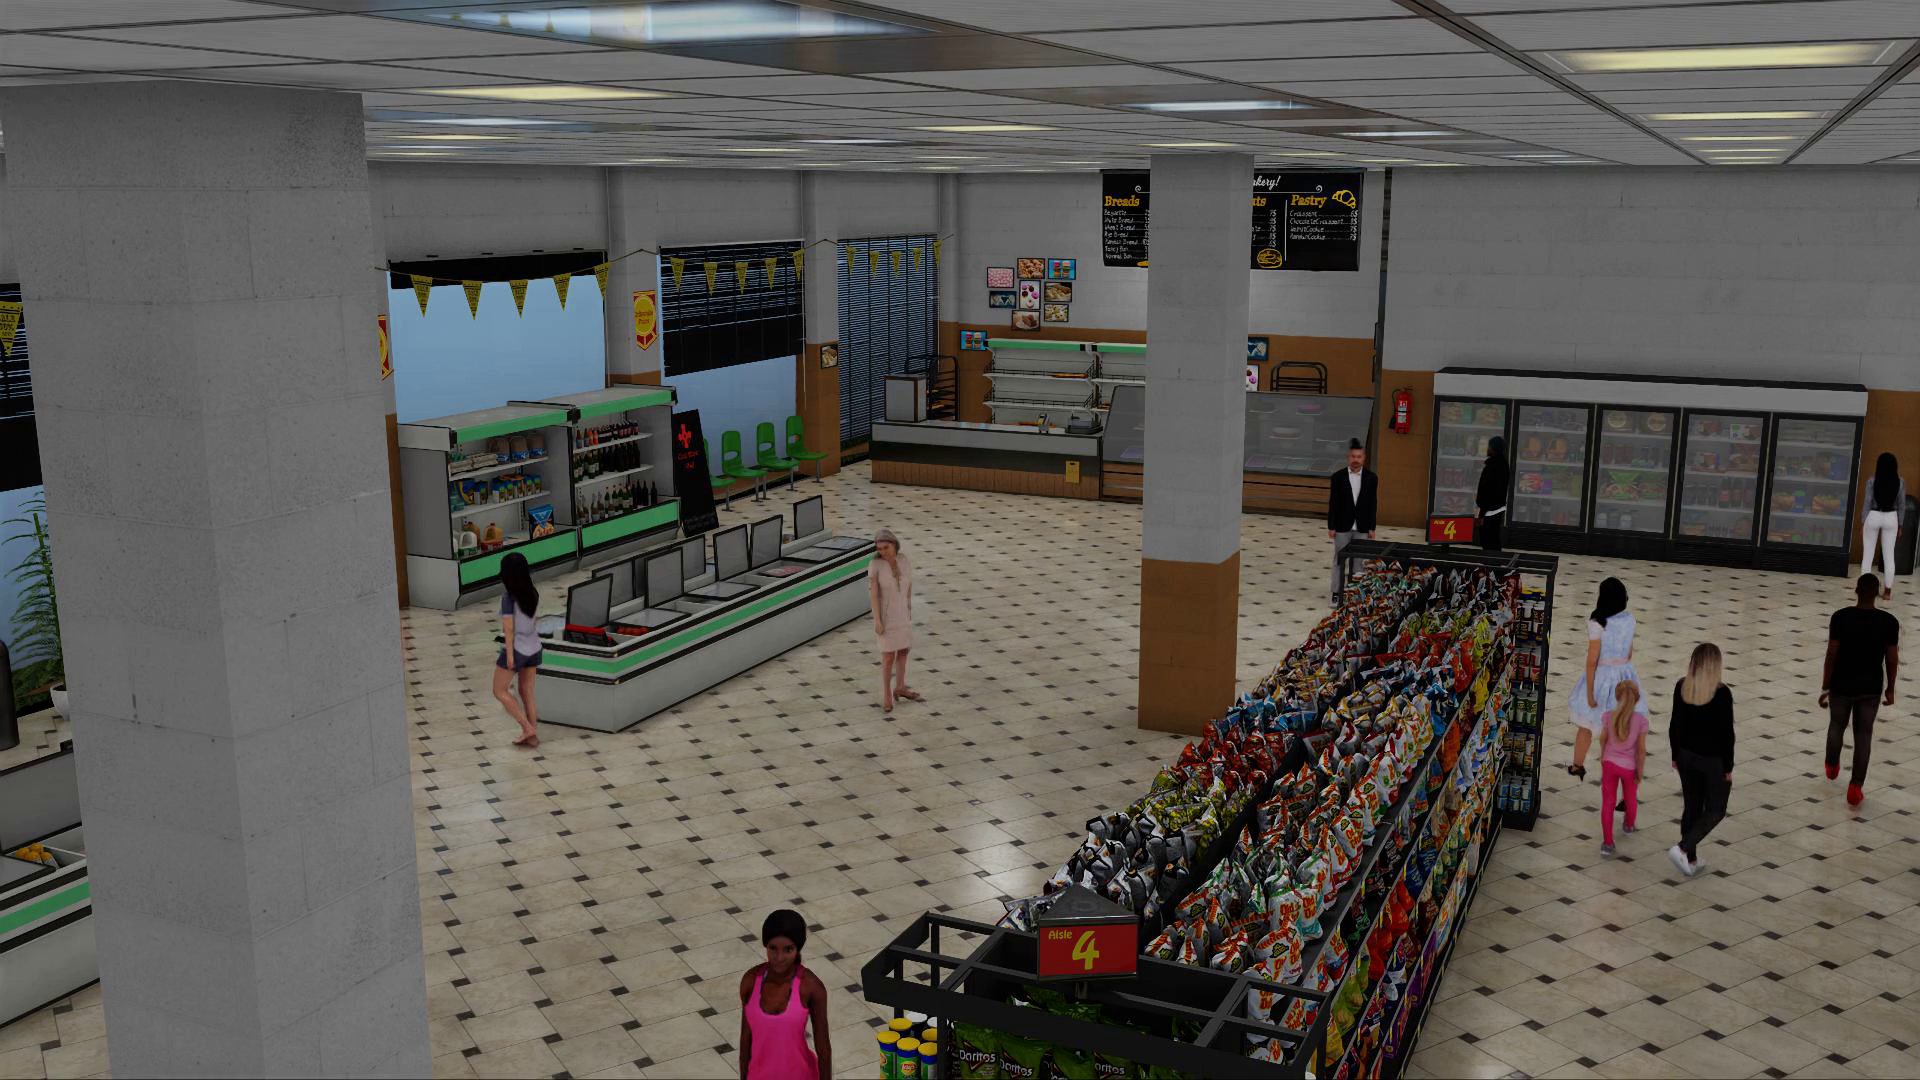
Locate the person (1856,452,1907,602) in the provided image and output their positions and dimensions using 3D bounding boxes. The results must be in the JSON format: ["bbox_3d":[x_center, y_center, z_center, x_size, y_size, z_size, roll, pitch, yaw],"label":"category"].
[{"bbox_3d":[10.718,-0.167,19.358,0.624,1.723,0.536,4,12,17],"label":"person"}]

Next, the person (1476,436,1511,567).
[{"bbox_3d":[6.402,-0.353,20.010,0.801,1.818,0.633,11,16,42],"label":"person"}]

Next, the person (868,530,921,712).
[{"bbox_3d":[-0.605,0.726,15.165,0.917,1.703,0.747,10,15,39],"label":"person"}]

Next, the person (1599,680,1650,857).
[{"bbox_3d":[4.709,1.649,11.906,0.484,1.240,0.860,6,13,27],"label":"person"}]

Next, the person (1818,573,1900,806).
[{"bbox_3d":[6.961,1.176,12.882,0.684,1.763,1.081,6,13,25],"label":"person"}]

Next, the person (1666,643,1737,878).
[{"bbox_3d":[5.029,1.539,11.373,0.939,1.675,0.839,-8,15,-35],"label":"person"}]

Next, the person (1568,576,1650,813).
[{"bbox_3d":[5.000,1.230,12.665,1.037,1.746,1.315,-1,12,-5],"label":"person"}]

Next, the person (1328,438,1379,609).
[{"bbox_3d":[4.461,-0.202,18.950,0.781,1.959,0.731,1,12,5],"label":"person"}]

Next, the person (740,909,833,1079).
[{"bbox_3d":[-0.752,2.383,7.277,0.726,1.710,0.849,2,12,8],"label":"person"}]

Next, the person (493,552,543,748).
[{"bbox_3d":[-3.659,0.955,14.100,0.682,1.694,0.538,4,13,20],"label":"person"}]
